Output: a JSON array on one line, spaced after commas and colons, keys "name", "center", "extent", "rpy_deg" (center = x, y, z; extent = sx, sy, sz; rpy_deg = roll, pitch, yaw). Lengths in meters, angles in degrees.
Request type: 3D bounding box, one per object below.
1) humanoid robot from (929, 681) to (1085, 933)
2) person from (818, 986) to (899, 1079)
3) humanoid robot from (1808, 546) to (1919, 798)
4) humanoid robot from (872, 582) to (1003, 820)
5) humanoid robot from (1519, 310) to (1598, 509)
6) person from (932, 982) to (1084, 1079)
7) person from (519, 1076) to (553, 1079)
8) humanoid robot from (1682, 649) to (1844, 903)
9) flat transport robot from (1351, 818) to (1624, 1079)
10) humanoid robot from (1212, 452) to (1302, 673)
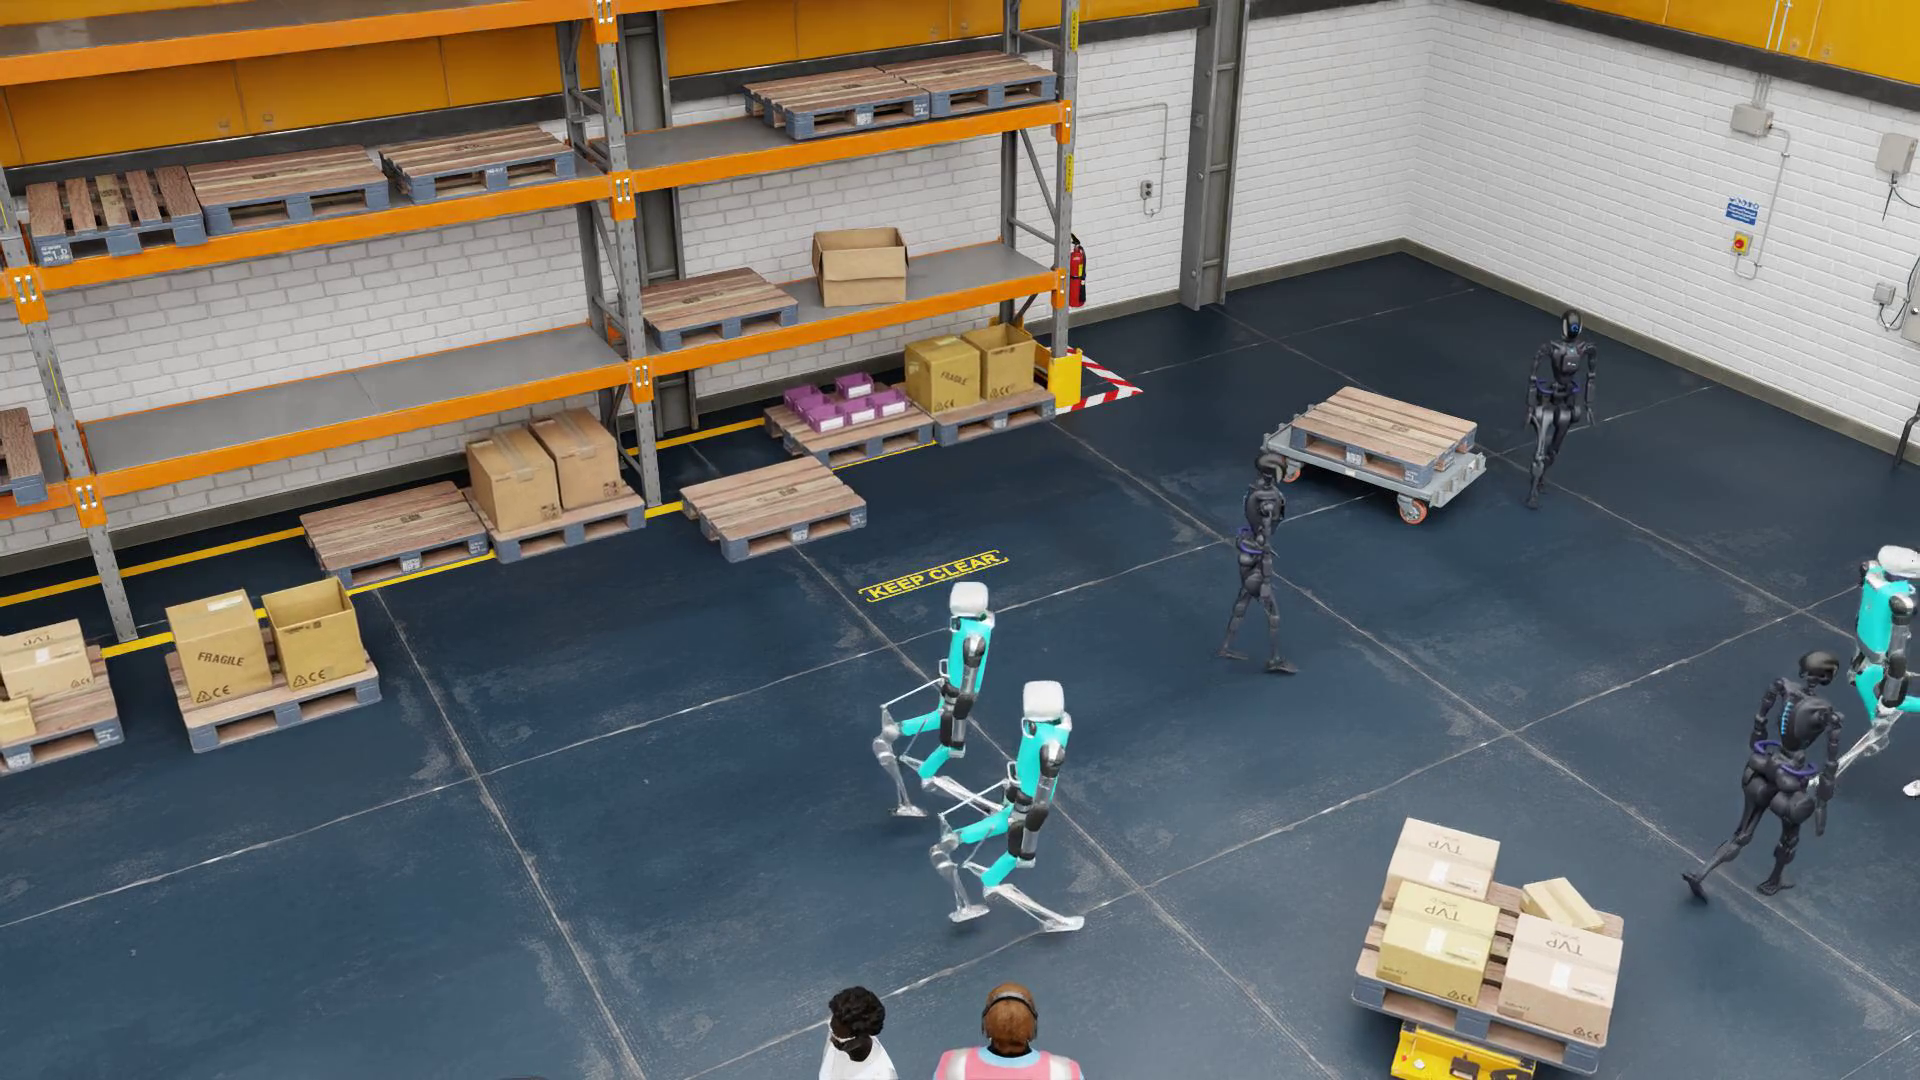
[{"name": "humanoid robot", "center": [0.198, 1.503, 8.828], "extent": [1.014, 1.746, 0.570], "rpy_deg": [-2, 30, -3]}, {"name": "person", "center": [-0.419, 2.536, 7.030], "extent": [0.321, 1.698, 0.529], "rpy_deg": [-16, 33, -26]}, {"name": "humanoid robot", "center": [5.787, 0.858, 10.056], "extent": [1.000, 1.783, 0.535], "rpy_deg": [1, 29, 3]}, {"name": "humanoid robot", "center": [-0.156, 1.015, 9.678], "extent": [1.024, 1.721, 0.560], "rpy_deg": [0, 29, -1]}, {"name": "humanoid robot", "center": [4.858, -1.065, 13.438], "extent": [0.596, 1.645, 0.602], "rpy_deg": [-2, 30, -4]}, {"name": "person", "center": [0.198, 2.568, 6.847], "extent": [0.621, 1.837, 0.431], "rpy_deg": [5, 30, 9]}, {"name": "person", "center": [-1.701, 2.771, 6.463], "extent": [0.646, 1.853, 0.591], "rpy_deg": [0, 29, 1]}, {"name": "humanoid robot", "center": [4.510, 1.344, 9.222], "extent": [0.727, 1.648, 0.599], "rpy_deg": [-11, 31, -18]}, {"name": "flat transport robot", "center": [2.756, 2.378, 8.764], "extent": [0.659, 0.231, 1.431], "rpy_deg": [13, 32, 21]}, {"name": "humanoid robot", "center": [2.079, 0.135, 11.315], "extent": [0.602, 1.644, 0.591], "rpy_deg": [2, 30, 3]}]
